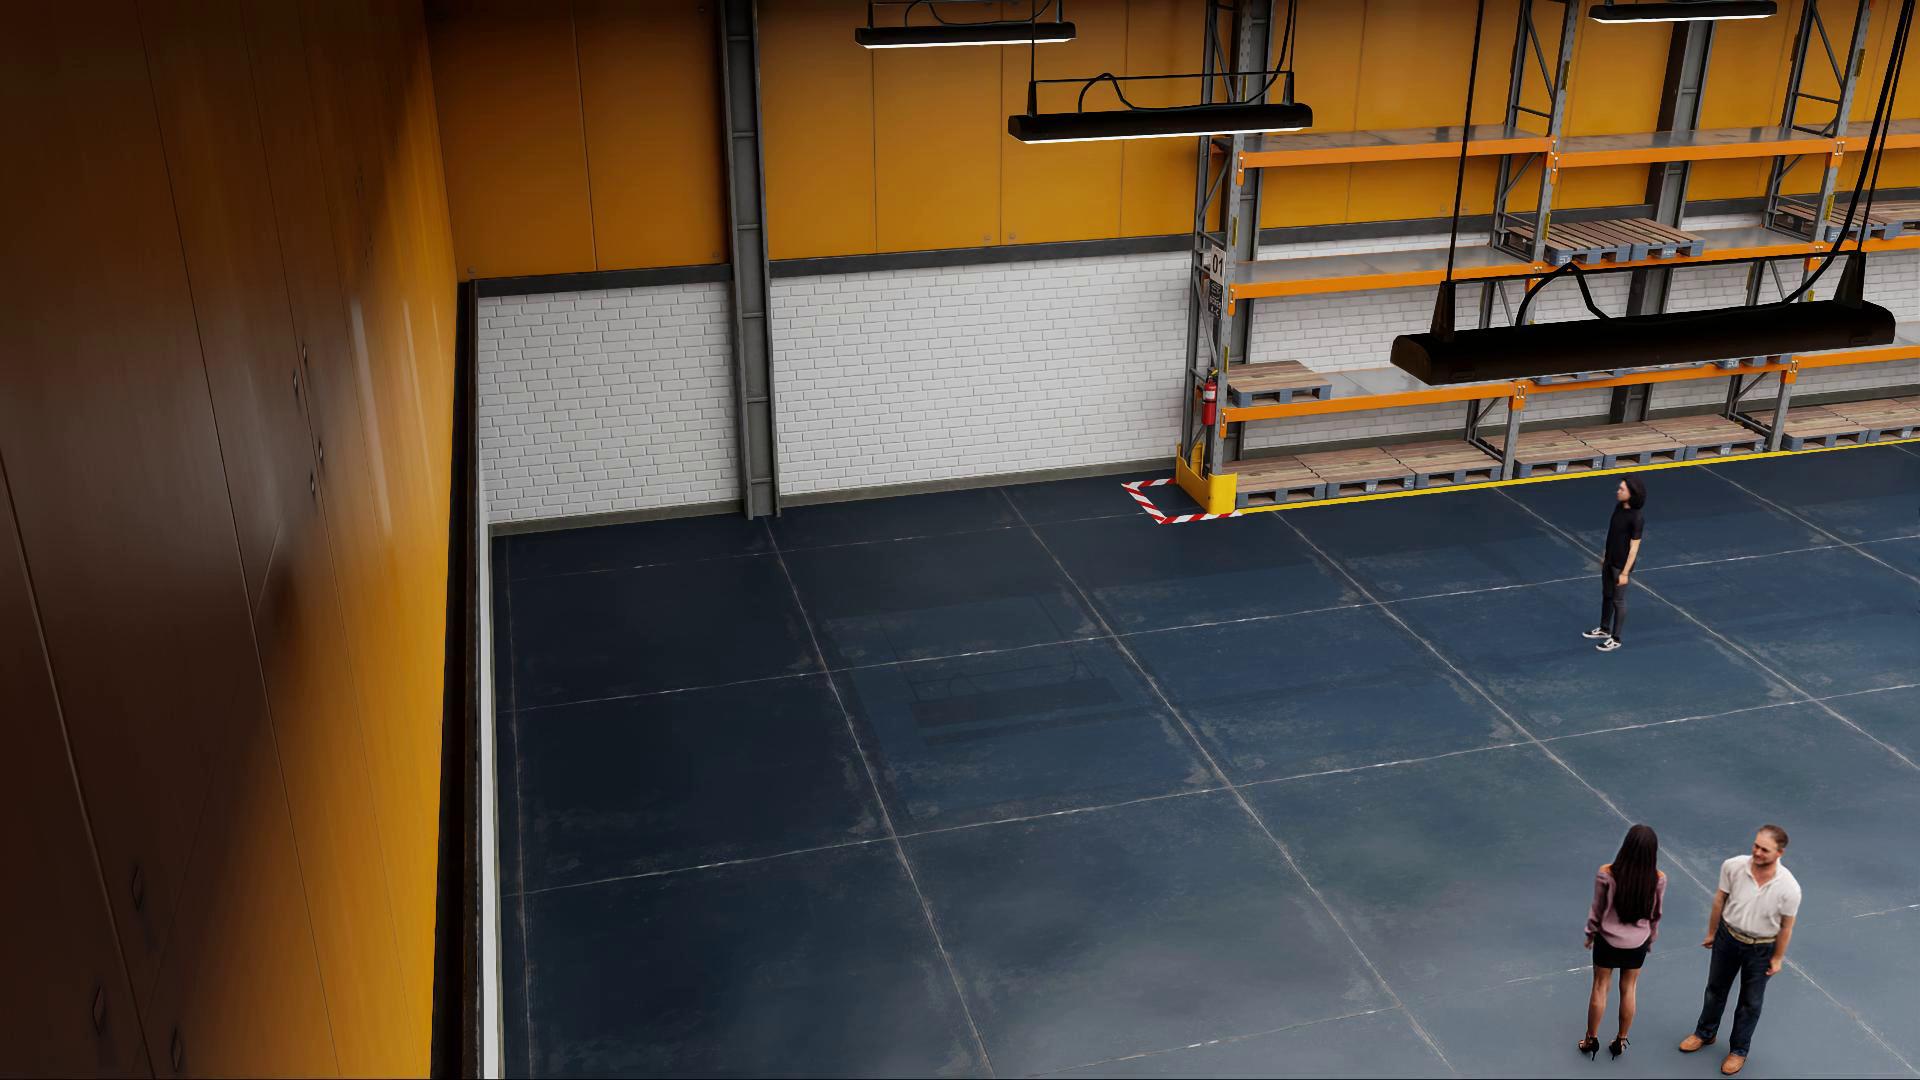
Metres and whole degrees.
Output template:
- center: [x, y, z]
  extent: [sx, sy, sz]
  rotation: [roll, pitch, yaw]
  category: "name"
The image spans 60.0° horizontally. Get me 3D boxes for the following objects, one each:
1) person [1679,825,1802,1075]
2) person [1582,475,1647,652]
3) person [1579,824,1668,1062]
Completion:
- center: [5.205, 2.653, 10.972]
  extent: [0.723, 1.855, 0.739]
  rotation: [-18, 30, -36]
  category: "person"
- center: [6.594, 0.200, 16.608]
  extent: [0.582, 1.836, 0.662]
  rotation: [-2, 24, -6]
  category: "person"
- center: [4.372, 2.668, 10.991]
  extent: [0.605, 1.812, 0.748]
  rotation: [3, 24, 8]
  category: "person"
